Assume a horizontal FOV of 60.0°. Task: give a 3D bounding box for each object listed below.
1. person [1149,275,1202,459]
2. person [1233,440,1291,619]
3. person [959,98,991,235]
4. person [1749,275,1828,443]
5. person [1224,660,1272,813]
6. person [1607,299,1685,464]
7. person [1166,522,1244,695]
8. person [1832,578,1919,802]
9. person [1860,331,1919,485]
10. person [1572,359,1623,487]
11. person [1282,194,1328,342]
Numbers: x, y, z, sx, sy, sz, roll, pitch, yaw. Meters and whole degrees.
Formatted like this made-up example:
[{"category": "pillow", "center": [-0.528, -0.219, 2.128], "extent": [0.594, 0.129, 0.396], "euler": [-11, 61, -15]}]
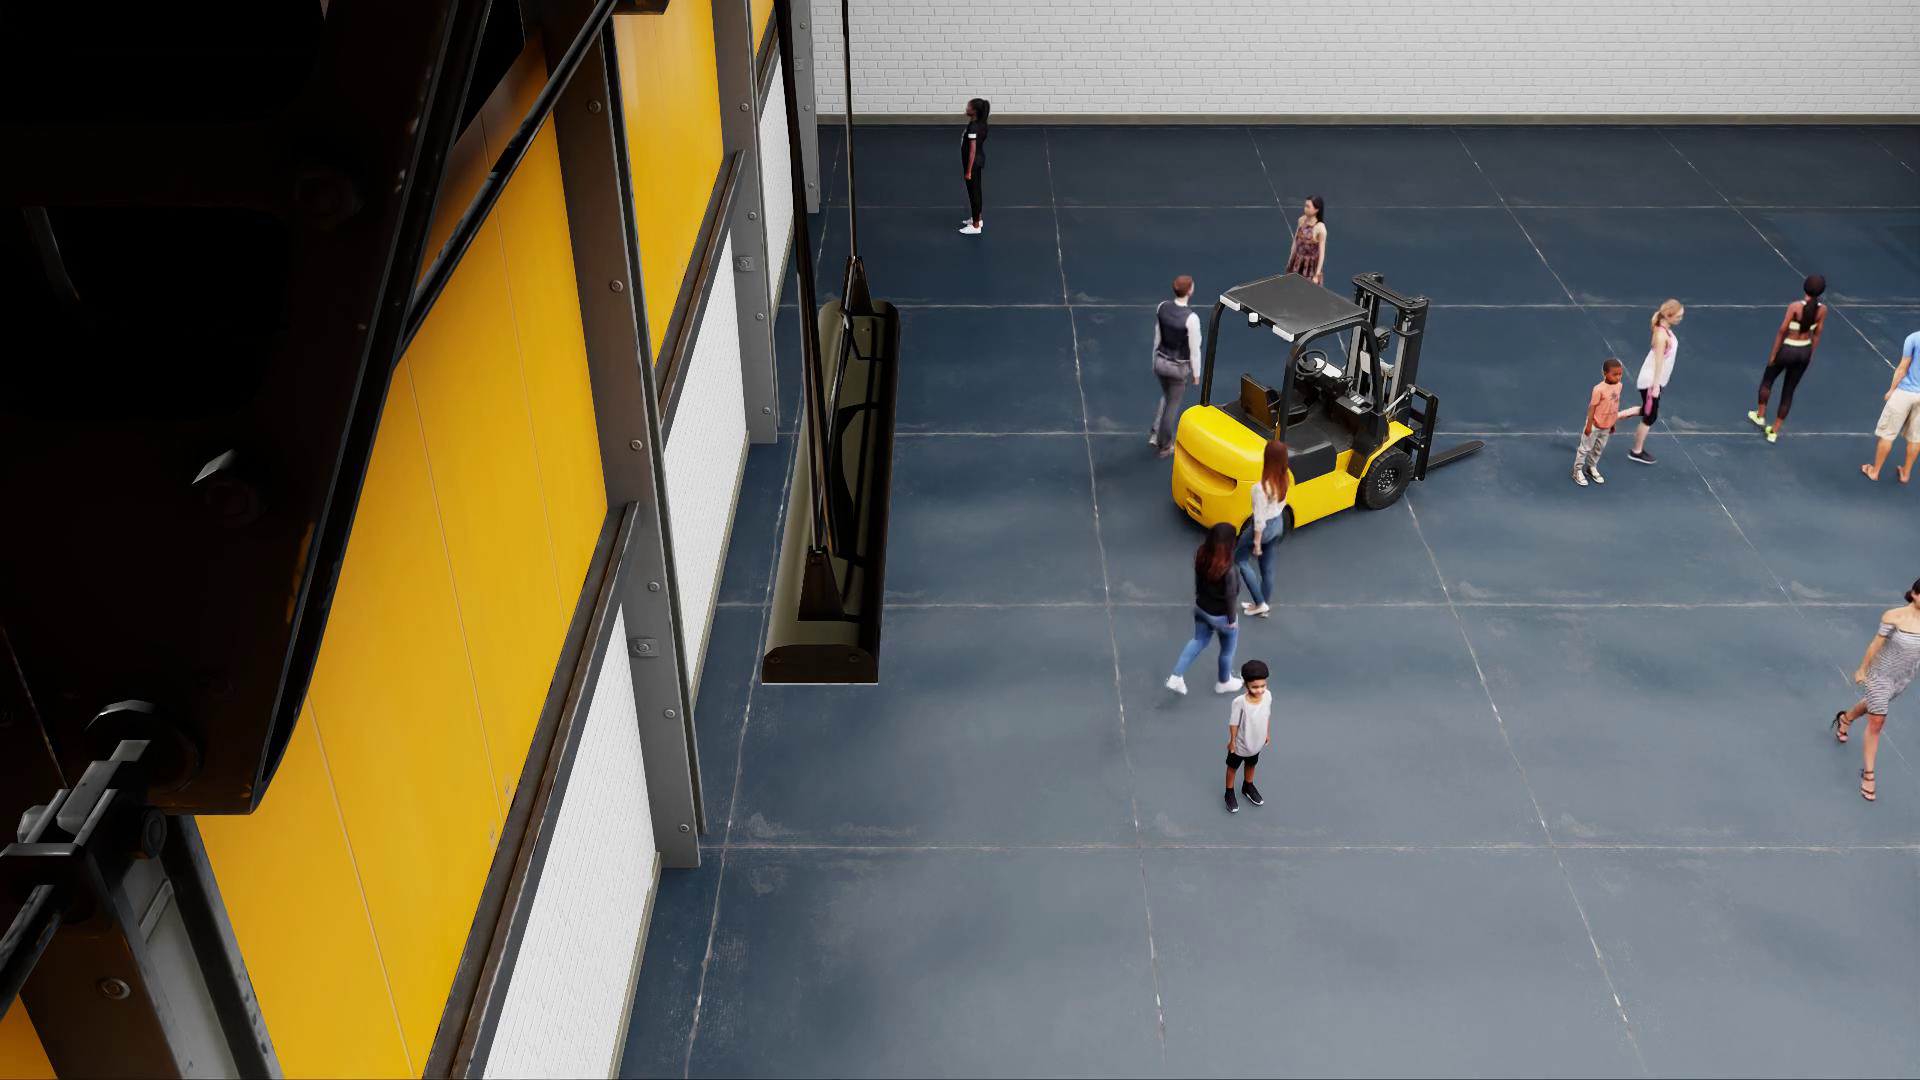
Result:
[{"category": "person", "center": [2.010, -1.659, 16.153], "extent": [0.857, 1.927, 0.786], "euler": [-26, 42, -34]}, {"category": "person", "center": [2.616, -0.052, 13.923], "extent": [0.722, 1.719, 0.778], "euler": [-25, 41, -33]}, {"category": "person", "center": [0.174, -4.724, 20.945], "extent": [0.714, 1.726, 0.588], "euler": [6, 34, 9]}, {"category": "person", "center": [8.269, -1.763, 16.481], "extent": [0.643, 1.736, 0.788], "euler": [5, 34, 7]}, {"category": "person", "center": [2.106, 1.404, 12.144], "extent": [0.554, 1.262, 0.584], "euler": [-11, 35, -16]}, {"category": "person", "center": [6.604, -1.542, 16.123], "extent": [0.882, 1.764, 0.919], "euler": [13, 36, 19]}, {"category": "person", "center": [1.964, 0.575, 13.068], "extent": [0.969, 1.621, 0.978], "euler": [-20, 38, -27]}, {"category": "person", "center": [6.849, 0.979, 12.321], "extent": [0.651, 1.774, 1.083], "euler": [2, 34, 3]}, {"category": "person", "center": [9.089, -1.405, 15.828], "extent": [0.684, 1.862, 0.601], "euler": [5, 34, 8]}, {"category": "person", "center": [6.132, -1.151, 15.946], "extent": [0.532, 1.310, 0.554], "euler": [-11, 35, -16]}, {"category": "person", "center": [3.788, -2.944, 18.224], "extent": [0.863, 1.773, 0.789], "euler": [-22, 39, -29]}]
